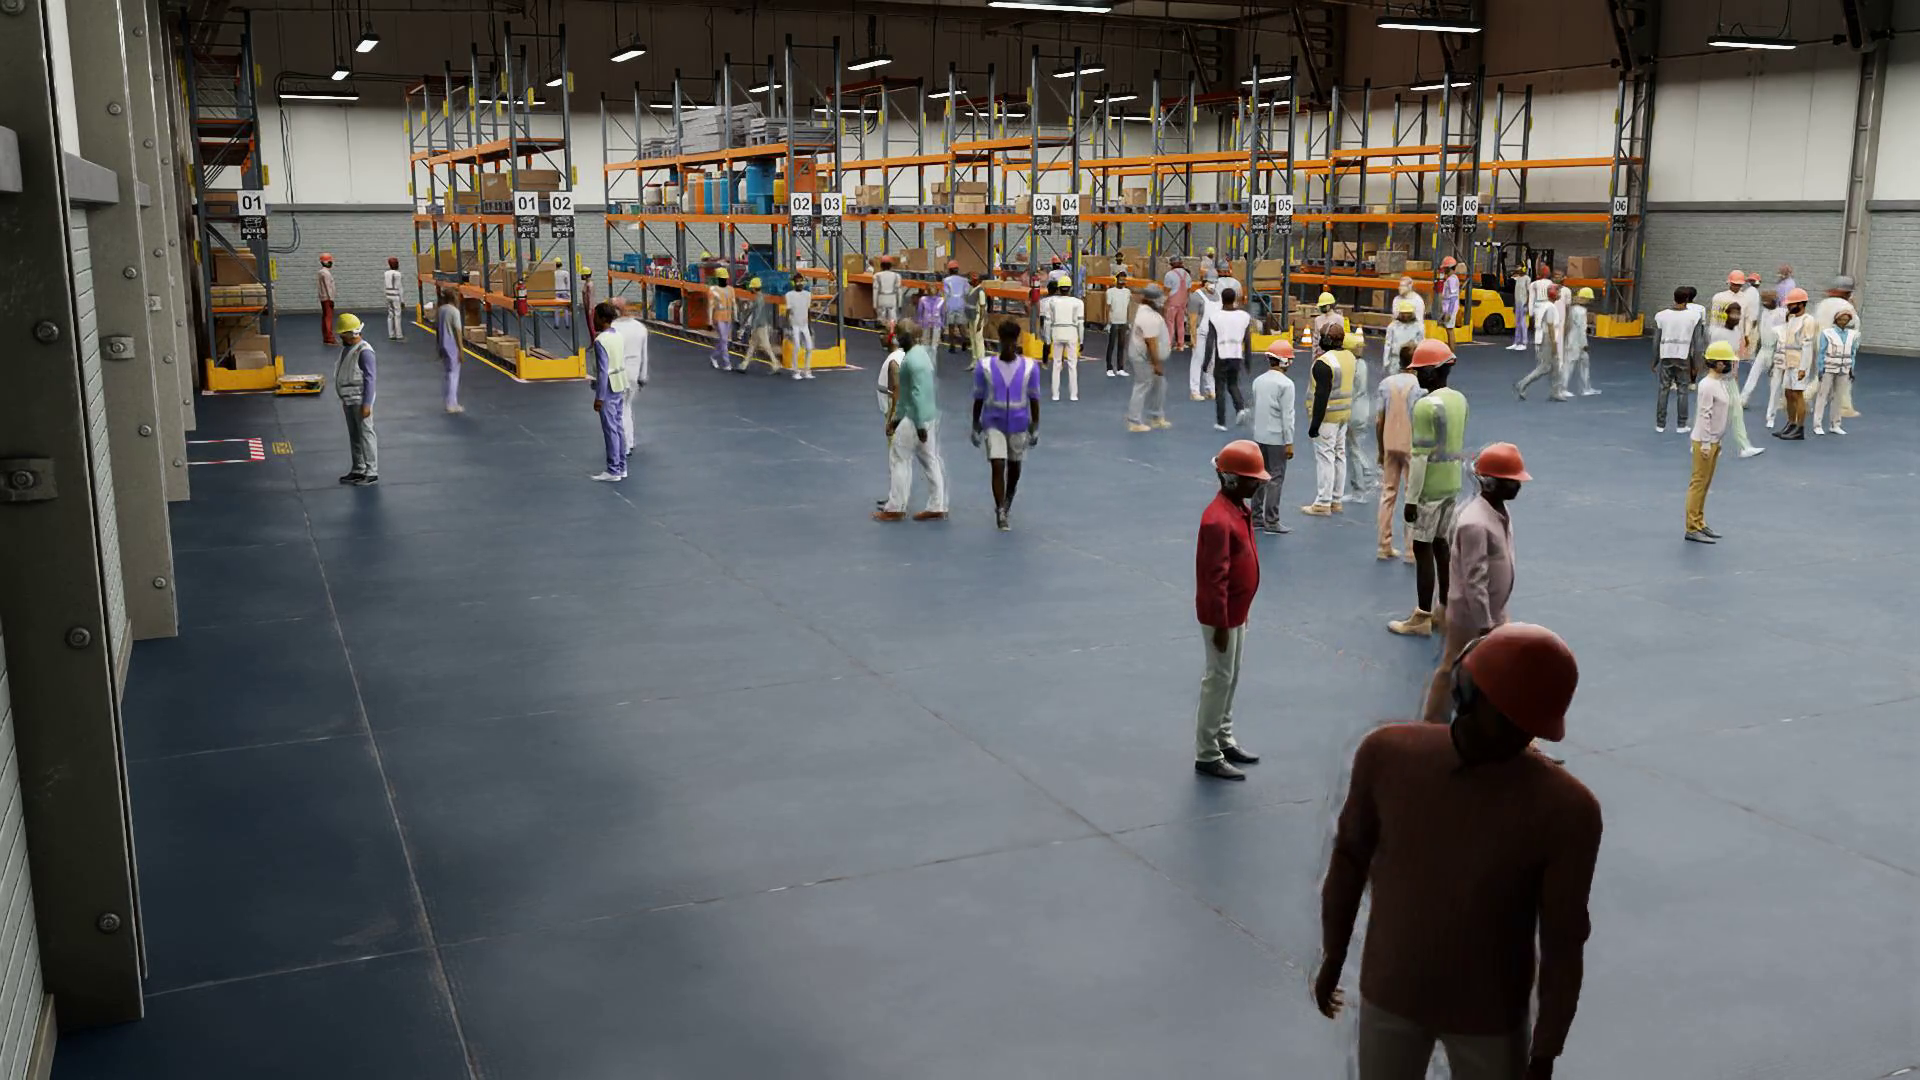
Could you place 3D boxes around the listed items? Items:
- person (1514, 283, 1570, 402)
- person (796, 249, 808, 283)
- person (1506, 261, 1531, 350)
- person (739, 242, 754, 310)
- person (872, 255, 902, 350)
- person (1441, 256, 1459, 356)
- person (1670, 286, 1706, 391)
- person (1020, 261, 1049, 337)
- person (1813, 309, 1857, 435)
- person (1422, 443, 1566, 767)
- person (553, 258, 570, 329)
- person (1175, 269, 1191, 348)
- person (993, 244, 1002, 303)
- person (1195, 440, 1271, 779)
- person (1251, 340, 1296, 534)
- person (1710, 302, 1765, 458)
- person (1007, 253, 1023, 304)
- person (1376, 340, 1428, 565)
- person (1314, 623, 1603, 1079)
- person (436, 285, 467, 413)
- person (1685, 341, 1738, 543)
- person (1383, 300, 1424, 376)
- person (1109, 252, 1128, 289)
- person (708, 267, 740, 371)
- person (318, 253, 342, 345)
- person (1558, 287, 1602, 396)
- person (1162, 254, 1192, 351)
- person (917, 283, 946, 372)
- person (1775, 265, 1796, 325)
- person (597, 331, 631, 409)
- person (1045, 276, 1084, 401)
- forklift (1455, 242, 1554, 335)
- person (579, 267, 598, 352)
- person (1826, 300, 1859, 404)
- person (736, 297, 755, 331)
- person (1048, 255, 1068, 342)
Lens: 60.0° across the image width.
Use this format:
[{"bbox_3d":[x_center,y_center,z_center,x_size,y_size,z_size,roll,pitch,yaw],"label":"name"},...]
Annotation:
[{"bbox_3d":[8.934,-3.008,25.387,0.769,1.818,0.570,3,12,17],"label":"person"},{"bbox_3d":[-5.075,-8.280,52.388,0.574,1.738,0.352,-2,11,-11],"label":"person"},{"bbox_3d":[11.822,-4.938,35.060,0.332,1.872,0.514,-3,11,-13],"label":"person"},{"bbox_3d":[-6.304,-7.850,49.461,0.611,2.031,0.411,3,12,17],"label":"person"},{"bbox_3d":[-1.510,-4.936,34.699,0.636,2.017,0.758,-2,11,-12],"label":"person"},{"bbox_3d":[9.418,-4.433,32.067,0.394,2.040,0.608,3,12,15],"label":"person"},{"bbox_3d":[11.781,-3.256,26.955,0.533,1.698,0.318,1,11,6],"label":"person"},{"bbox_3d":[1.643,-5.109,35.959,0.684,1.865,0.736,0,11,-2],"label":"person"},{"bbox_3d":[11.405,-2.187,21.668,0.514,1.639,0.310,-1,11,-6],"label":"person"},{"bbox_3d":[2.755,0.363,8.503,0.816,1.713,0.594,8,14,35],"label":"person"},{"bbox_3d":[-9.991,-6.148,41.476,0.525,1.769,0.316,-5,12,-24],"label":"person"},{"bbox_3d":[4.751,-4.935,35.512,0.319,1.690,0.540,-2,11,-10],"label":"person"},{"bbox_3d":[1.205,-8.593,53.601,0.353,1.884,0.578,0,11,-1],"label":"person"},{"bbox_3d":[1.392,0.352,8.515,0.355,1.740,0.573,4,12,20],"label":"person"},{"bbox_3d":[2.863,-0.935,15.045,0.354,1.744,0.564,-5,12,-22],"label":"person"},{"bbox_3d":[9.087,-1.869,19.583,0.563,1.830,0.872,-5,12,-24],"label":"person"},{"bbox_3d":[1.841,-8.240,52.505,0.498,1.601,0.808,-9,15,-40],"label":"person"},{"bbox_3d":[3.658,-0.715,13.663,0.515,1.843,0.326,10,15,43],"label":"person"},{"bbox_3d":[1.148,1.122,4.087,0.737,1.951,0.398,7,13,33],"label":"person"},{"bbox_3d":[-7.376,-2.765,24.108,0.519,1.846,0.340,9,14,39],"label":"person"},{"bbox_3d":[6.605,-0.864,14.626,0.315,1.769,0.525,8,13,34],"label":"person"},{"bbox_3d":[5.911,-2.333,22.224,0.503,1.713,0.713,4,12,22],"label":"person"},{"bbox_3d":[4.103,-6.511,43.044,0.513,1.876,0.328,-3,11,-13],"label":"person"},{"bbox_3d":[-4.421,-4.075,30.623,0.831,1.898,0.586,9,14,39],"label":"person"},{"bbox_3d":[-13.844,-5.271,36.433,0.379,1.996,0.611,-8,14,-35],"label":"person"},{"bbox_3d":[9.796,-3.090,26.065,0.784,1.707,0.498,3,12,15],"label":"person"},{"bbox_3d":[4.467,-4.954,34.708,0.685,2.000,0.534,-8,14,-36],"label":"person"},{"bbox_3d":[-0.521,-3.916,30.499,0.541,1.610,0.632,0,11,2],"label":"person"},{"bbox_3d":[15.982,-4.396,32.300,0.424,1.881,0.702,4,12,19],"label":"person"},{"bbox_3d":[-4.553,-2.292,21.975,0.508,1.728,0.505,-5,12,-24],"label":"person"},{"bbox_3d":[1.602,-3.082,25.514,0.590,1.918,0.396,2,11,9],"label":"person"},{"bbox_3d":[13.047,-6.049,39.881,2.313,2.155,1.214,-5,12,-23],"label":"forklift"},{"bbox_3d":[-7.755,-4.809,34.697,0.334,1.764,0.523,-5,12,-22],"label":"person"},{"bbox_3d":[13.241,-2.851,25.060,0.500,1.633,0.286,2,11,9],"label":"person"},{"bbox_3d":[-5.238,-5.870,40.436,0.548,1.625,0.523,1,11,6],"label":"person"},{"bbox_3d":[2.155,-5.393,37.224,0.548,1.937,0.378,-7,13,-33],"label":"person"}]
